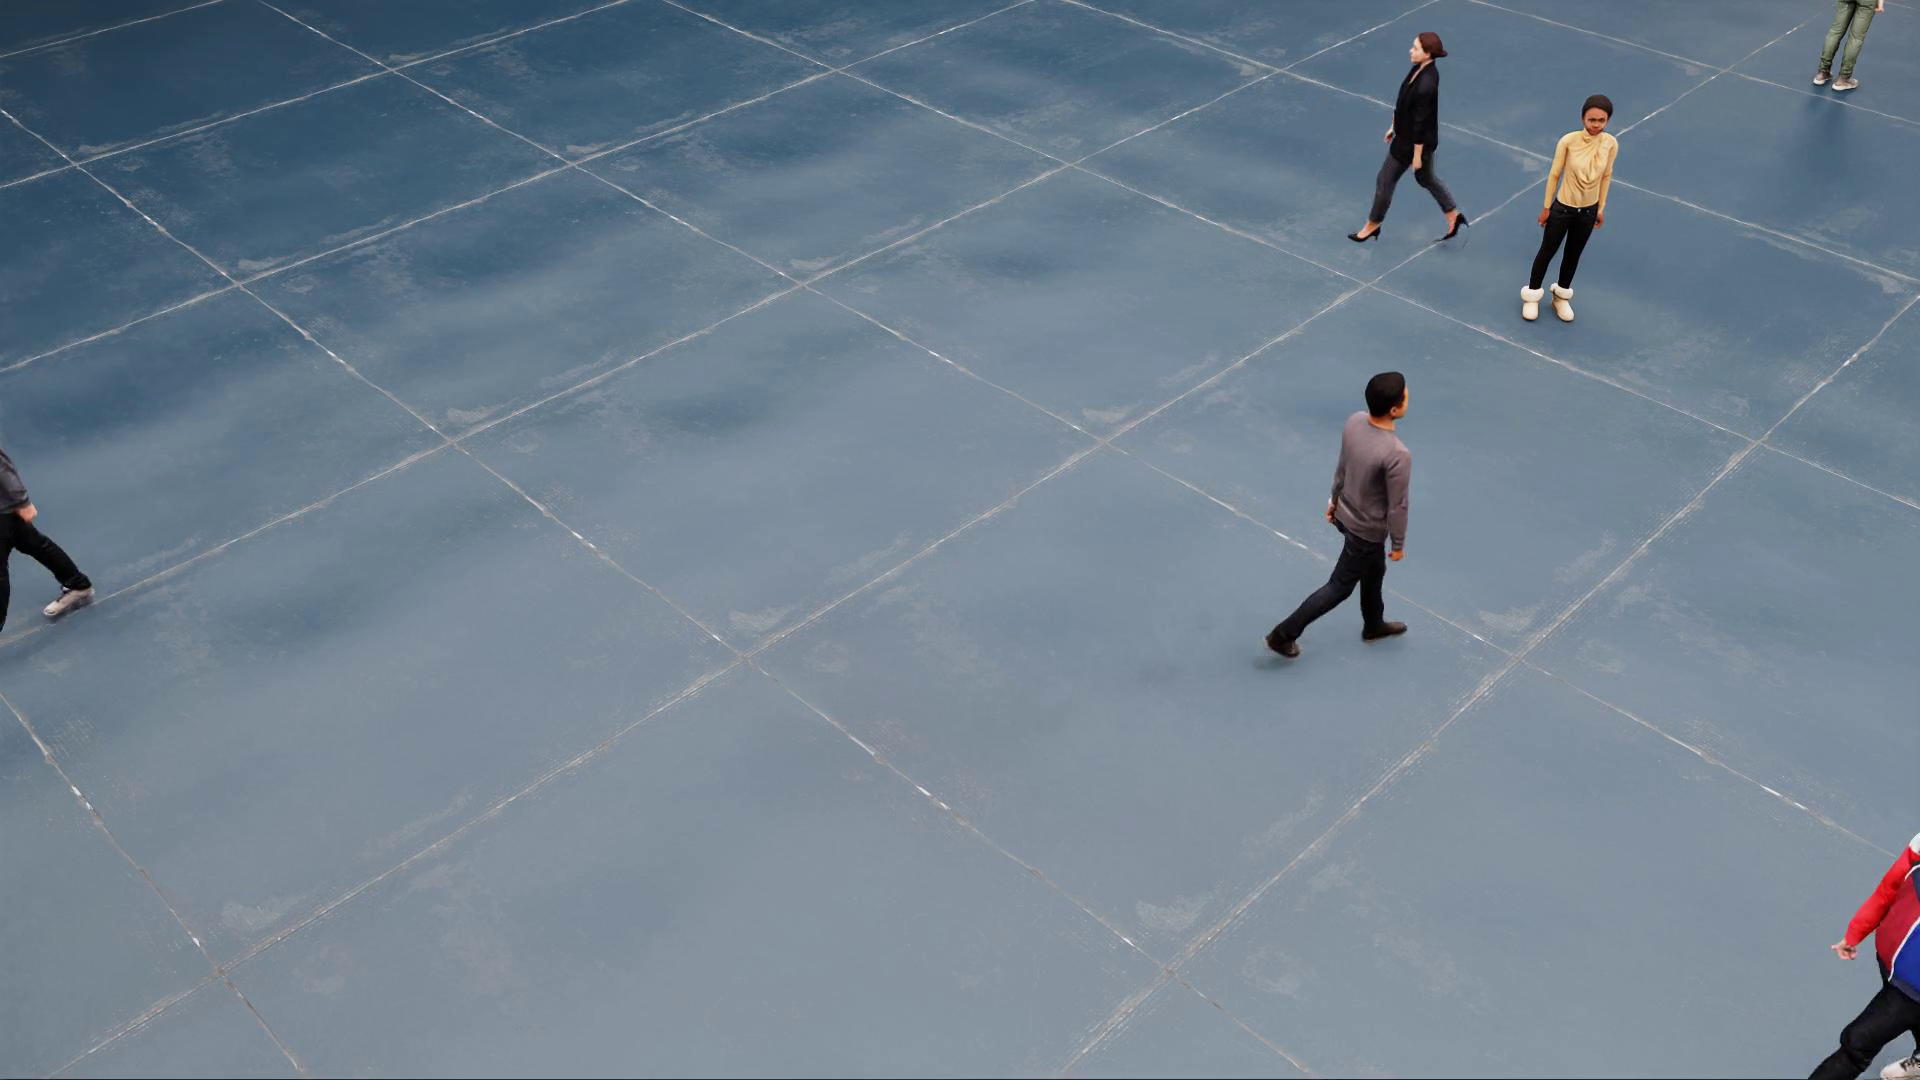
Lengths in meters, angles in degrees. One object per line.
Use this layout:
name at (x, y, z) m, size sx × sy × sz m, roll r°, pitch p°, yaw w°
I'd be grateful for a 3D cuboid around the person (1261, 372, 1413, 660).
person at (1.999, -0.065, 8.621) m, size 1.222 × 1.732 × 0.999 m, roll -15°, pitch 40°, yaw -19°

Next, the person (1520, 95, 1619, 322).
person at (4.299, -2.329, 11.658) m, size 0.684 × 1.659 × 0.736 m, roll 2°, pitch 37°, yaw 2°

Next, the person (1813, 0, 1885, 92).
person at (8.175, -4.944, 15.102) m, size 0.563 × 1.653 × 0.605 m, roll -25°, pitch 44°, yaw -29°

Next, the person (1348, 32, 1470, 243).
person at (3.499, -2.963, 12.477) m, size 1.086 × 1.678 × 1.152 m, roll 8°, pitch 38°, yaw 10°

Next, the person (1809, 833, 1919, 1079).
person at (3.765, 1.629, 6.412) m, size 1.269 × 1.708 × 1.084 m, roll -7°, pitch 38°, yaw -9°

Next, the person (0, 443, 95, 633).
person at (-5.078, -0.243, 8.865) m, size 0.733 × 1.718 × 1.114 m, roll 24°, pitch 43°, yaw 28°
